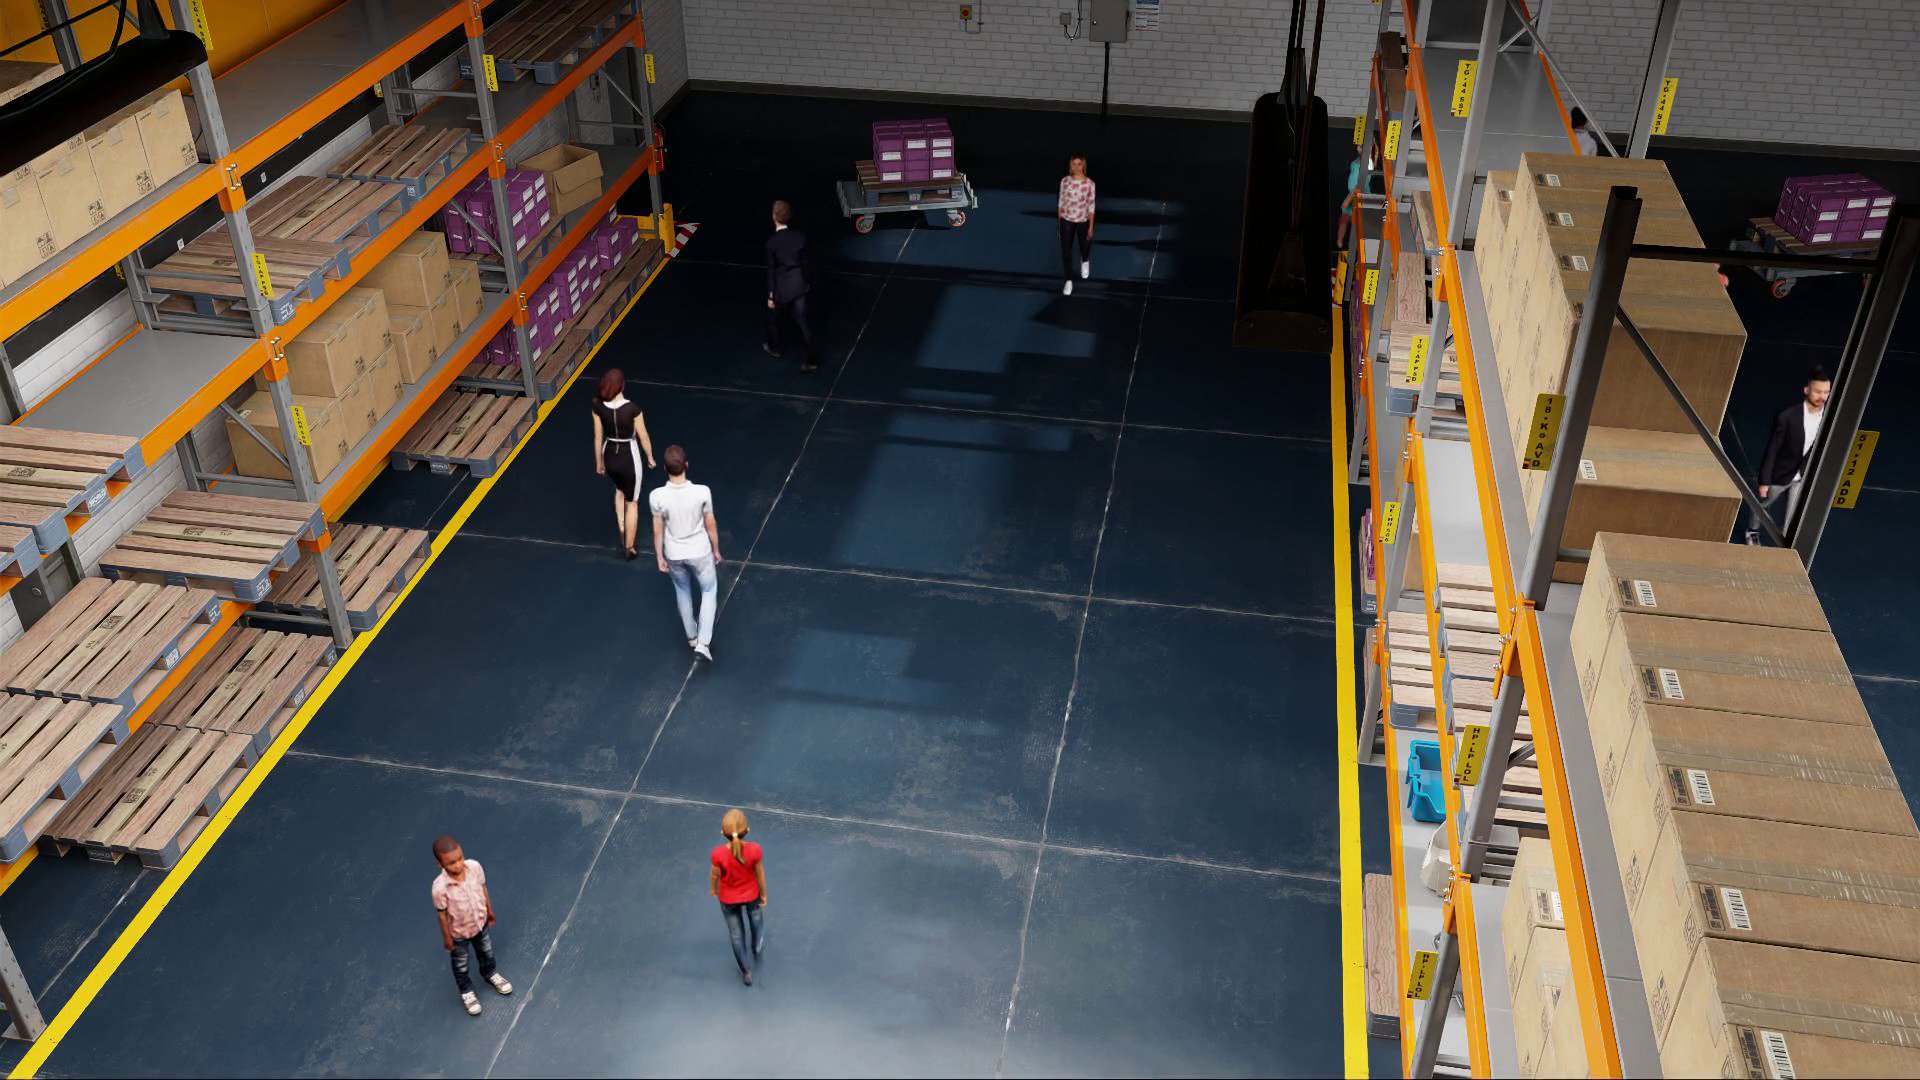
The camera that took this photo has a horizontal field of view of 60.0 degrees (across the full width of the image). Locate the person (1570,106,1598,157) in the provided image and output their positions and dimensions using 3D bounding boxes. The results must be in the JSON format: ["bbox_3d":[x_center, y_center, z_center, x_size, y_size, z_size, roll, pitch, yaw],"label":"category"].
[{"bbox_3d":[6.895,-3.948,18.973,0.807,1.890,0.938,11,35,16],"label":"person"}]

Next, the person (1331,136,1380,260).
[{"bbox_3d":[4.700,-3.977,19.336,0.667,1.535,0.724,3,34,4],"label":"person"}]

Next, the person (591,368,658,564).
[{"bbox_3d":[-2.861,-0.574,13.992,0.604,1.785,0.627,7,34,11],"label":"person"}]

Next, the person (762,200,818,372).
[{"bbox_3d":[-1.720,-2.546,16.955,1.193,1.789,1.256,-22,39,-29],"label":"person"}]

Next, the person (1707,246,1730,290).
[{"bbox_3d":[7.229,-2.099,16.358,0.725,1.705,0.989,-1,34,-2],"label":"person"}]

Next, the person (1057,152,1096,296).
[{"bbox_3d":[1.311,-3.591,18.677,0.587,1.622,0.818,8,34,11],"label":"person"}]

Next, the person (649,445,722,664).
[{"bbox_3d":[-2.093,0.156,12.848,0.793,1.835,1.037,-2,34,-3],"label":"person"}]

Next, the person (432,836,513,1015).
[{"bbox_3d":[-3.005,2.298,10.102,0.635,1.308,0.543,25,41,33],"label":"person"}]

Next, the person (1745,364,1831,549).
[{"bbox_3d":[6.925,-0.617,13.959,0.719,1.892,1.222,5,34,7],"label":"person"}]

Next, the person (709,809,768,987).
[{"bbox_3d":[-1.343,2.228,10.215,0.629,1.299,0.734,-9,35,-14],"label":"person"}]
